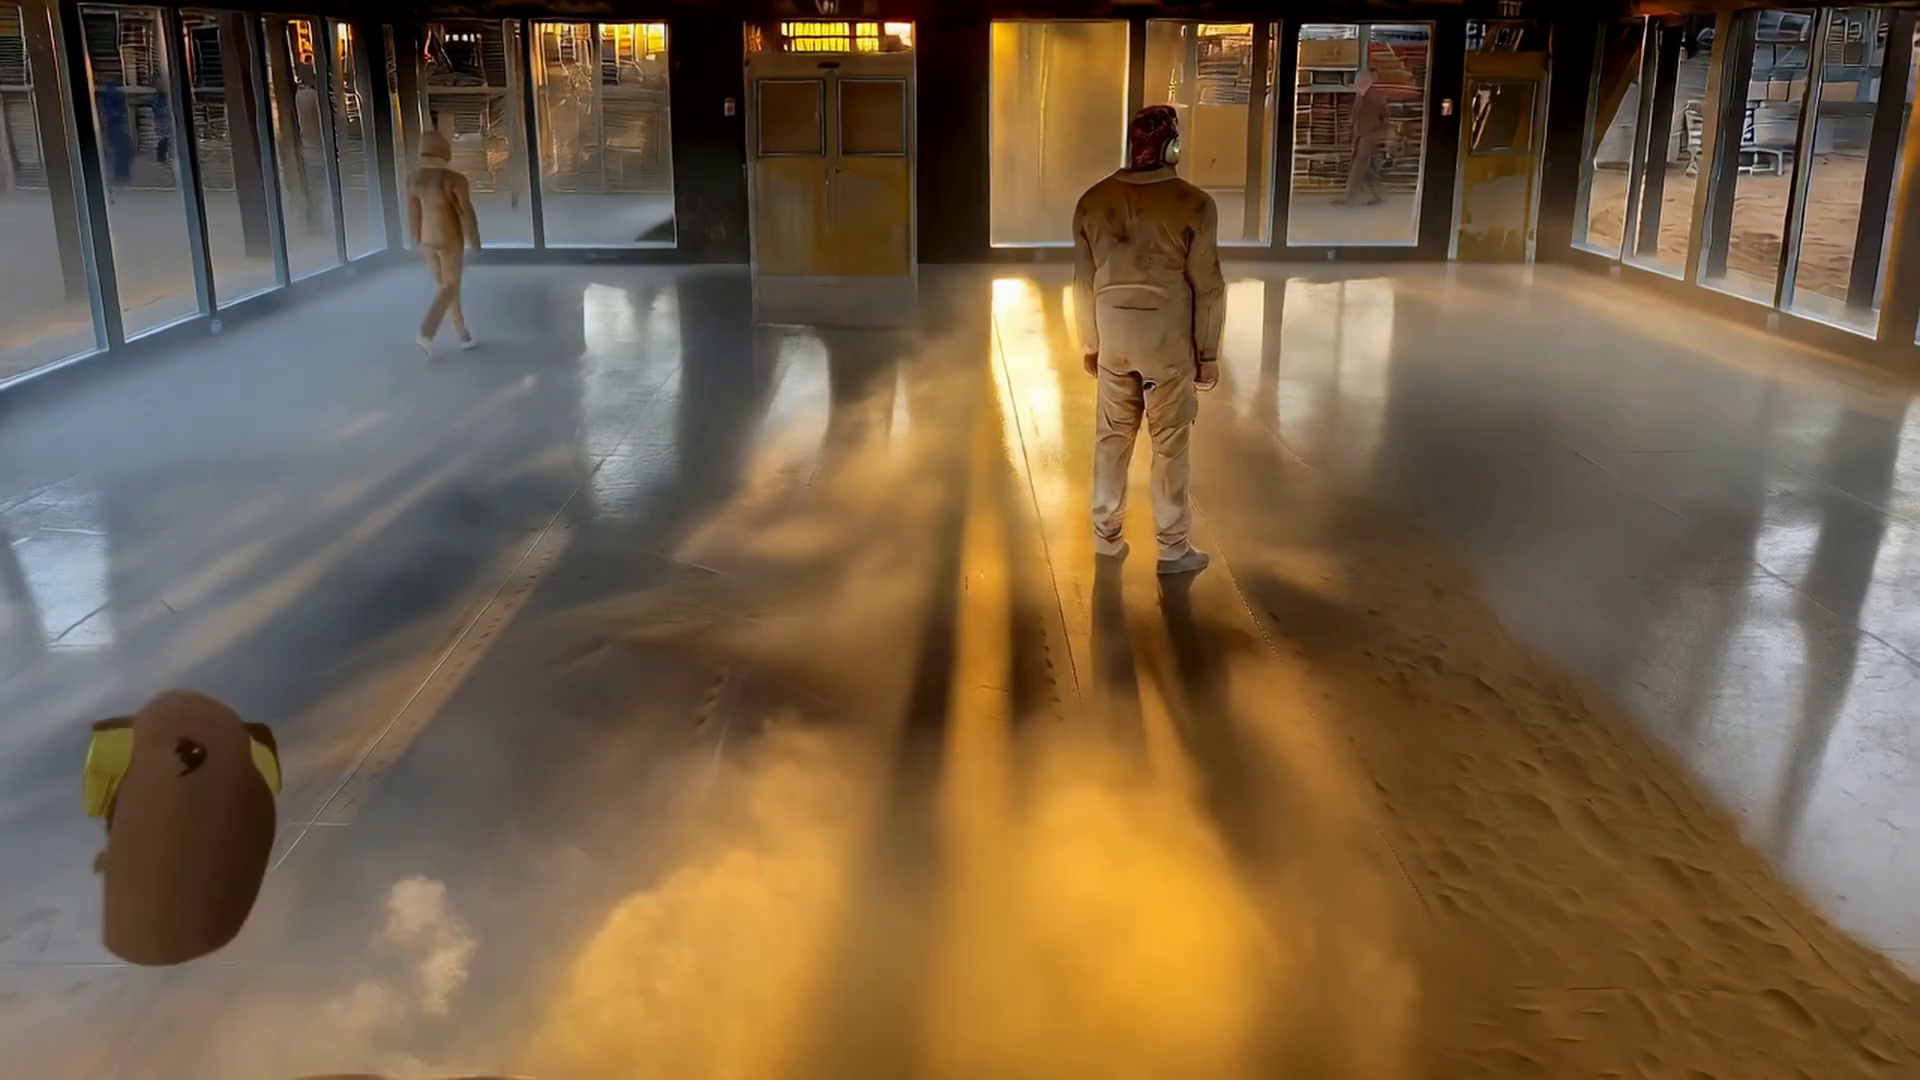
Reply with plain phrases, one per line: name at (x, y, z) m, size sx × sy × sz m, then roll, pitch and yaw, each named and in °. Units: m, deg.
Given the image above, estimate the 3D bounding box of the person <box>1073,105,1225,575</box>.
person at (0.785, -0.806, 6.847) m, size 0.642 × 1.909 × 0.408 m, roll 10°, pitch 19°, yaw 29°

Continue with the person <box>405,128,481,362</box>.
person at (-3.654, -2.070, 11.681) m, size 0.511 × 1.601 × 0.801 m, roll 6°, pitch 17°, yaw 19°

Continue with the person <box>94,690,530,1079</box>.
person at (-0.467, 0.910, 1.102) m, size 0.517 × 1.865 × 0.324 m, roll -8°, pitch 18°, yaw -26°
